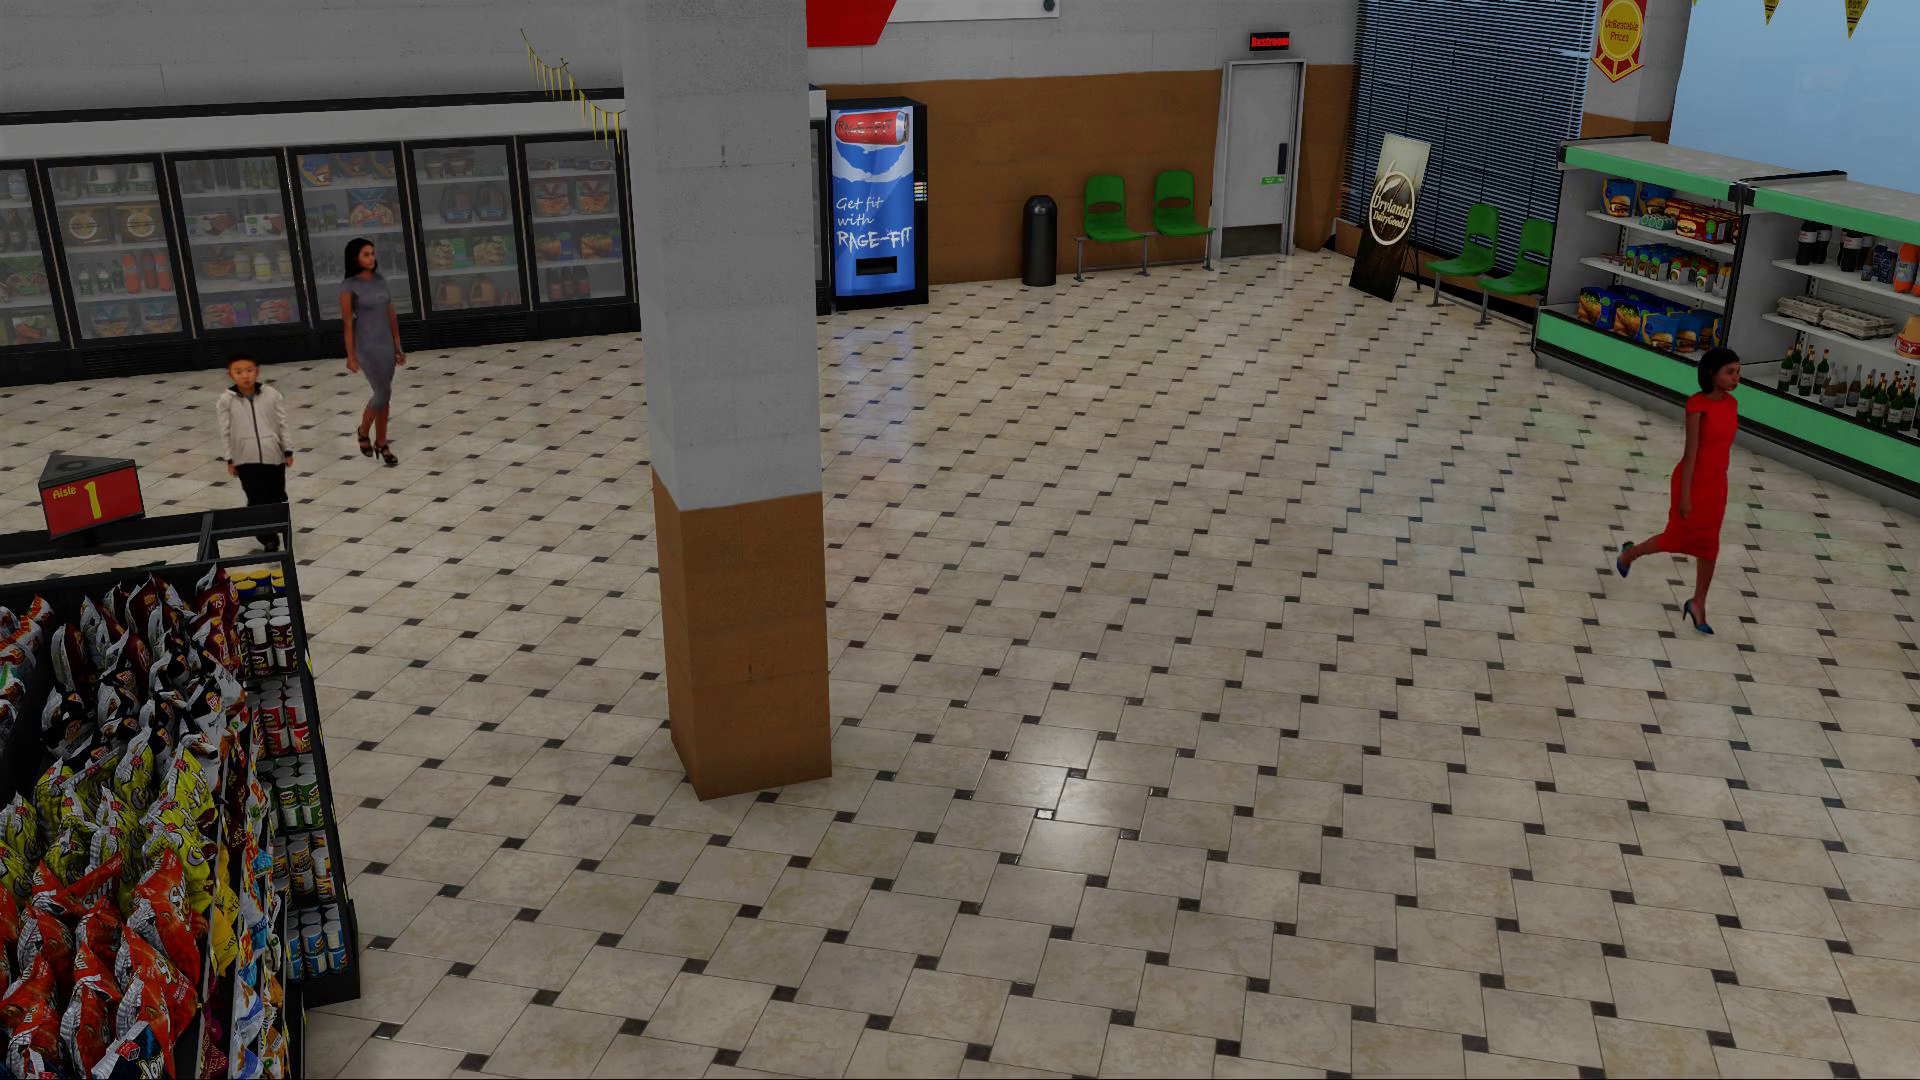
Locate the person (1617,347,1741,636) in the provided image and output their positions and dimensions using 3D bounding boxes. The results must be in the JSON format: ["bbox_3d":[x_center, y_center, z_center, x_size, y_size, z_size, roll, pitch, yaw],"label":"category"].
[{"bbox_3d":[4.397,-0.320,10.079,0.629,1.722,1.004,-11,24,-25],"label":"person"}]

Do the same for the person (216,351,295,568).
[{"bbox_3d":[-4.685,-0.565,11.070,0.716,1.437,0.923,-13,25,-30],"label":"person"}]

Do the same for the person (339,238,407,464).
[{"bbox_3d":[-4.579,-1.443,12.804,0.801,1.773,0.742,11,24,25],"label":"person"}]
